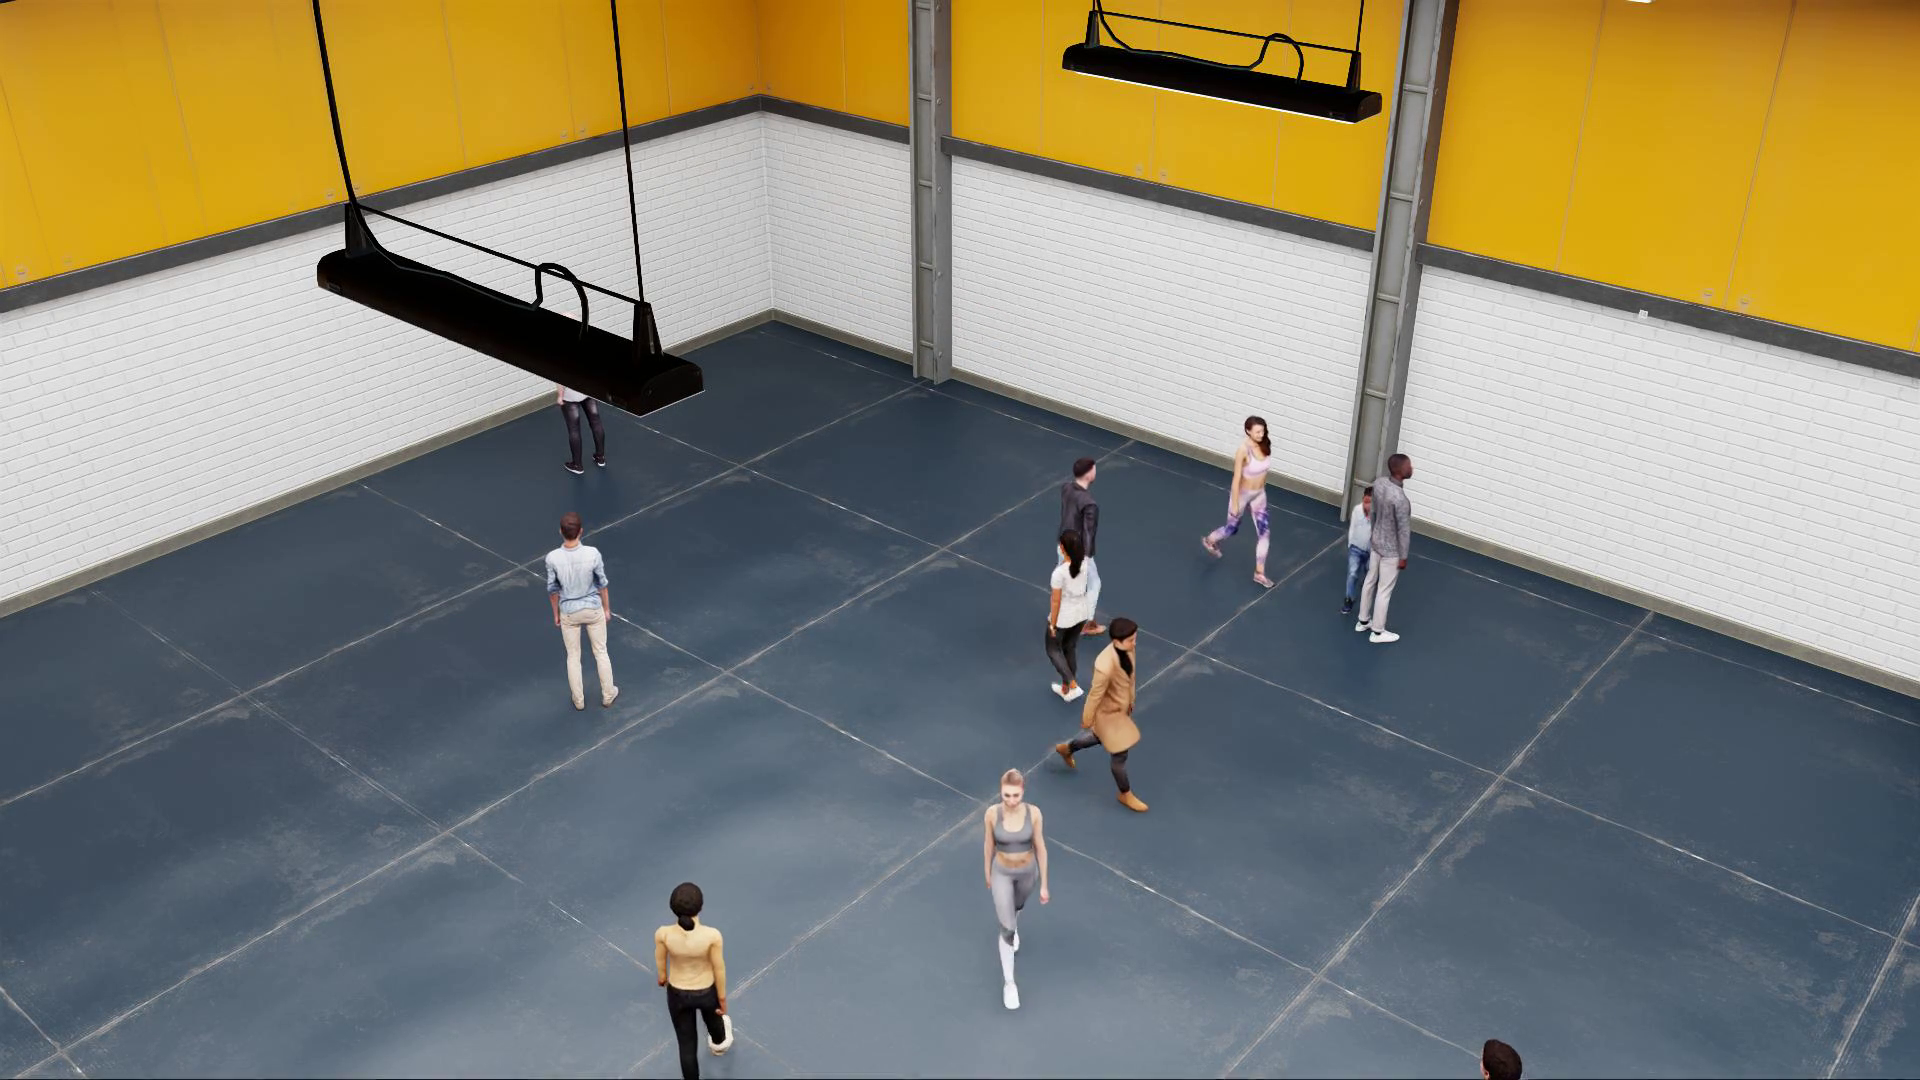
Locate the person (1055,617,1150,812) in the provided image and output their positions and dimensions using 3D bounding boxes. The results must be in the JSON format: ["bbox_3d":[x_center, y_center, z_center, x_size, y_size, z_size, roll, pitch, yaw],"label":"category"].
[{"bbox_3d":[1.107,1.306,12.993,1.165,1.685,0.770,15,32,26],"label":"person"}]

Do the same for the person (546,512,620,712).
[{"bbox_3d":[-3.216,0.602,14.113,0.727,1.847,0.766,-5,29,-8],"label":"person"}]

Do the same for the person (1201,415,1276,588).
[{"bbox_3d":[2.725,-0.415,16.100,0.787,1.730,1.209,-20,34,-32],"label":"person"}]

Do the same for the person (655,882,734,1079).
[{"bbox_3d":[-1.648,2.847,10.221,1.024,1.634,1.069,-2,29,-4],"label":"person"}]

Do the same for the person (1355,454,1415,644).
[{"bbox_3d":[3.871,0.056,15.127,0.827,1.836,0.694,-9,30,-17],"label":"person"}]

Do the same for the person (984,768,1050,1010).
[{"bbox_3d":[0.372,2.237,11.313,1.068,1.659,1.132,-2,29,-4],"label":"person"}]

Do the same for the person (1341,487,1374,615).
[{"bbox_3d":[3.871,0.038,15.796,0.880,1.226,0.712,12,31,20],"label":"person"}]

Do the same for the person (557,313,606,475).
[{"bbox_3d":[-4.184,-1.627,18.209,0.698,1.839,0.636,-22,36,-35],"label":"person"}]

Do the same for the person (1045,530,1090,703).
[{"bbox_3d":[0.988,0.700,14.163,0.654,1.628,0.764,-22,35,-34],"label":"person"}]

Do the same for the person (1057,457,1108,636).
[{"bbox_3d":[0.974,0.116,15.034,0.819,1.818,0.741,-20,34,-32],"label":"person"}]
